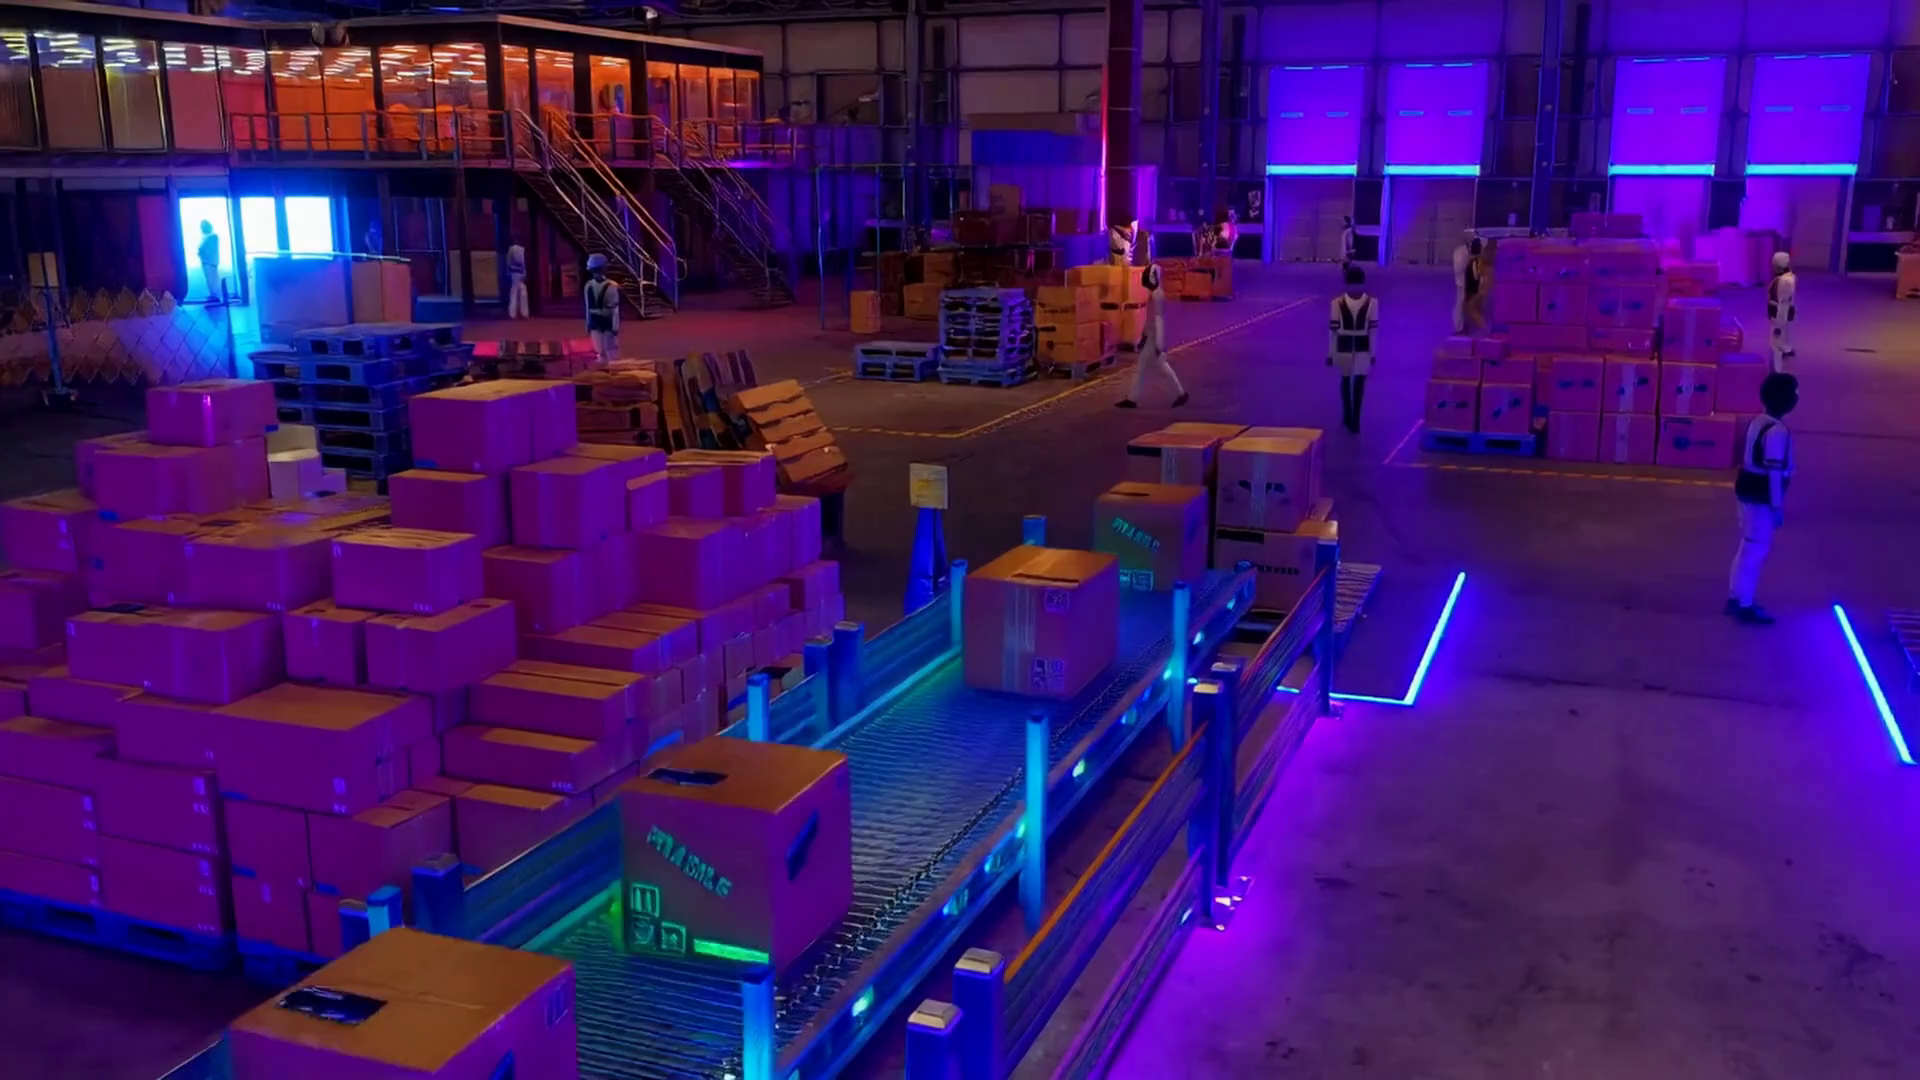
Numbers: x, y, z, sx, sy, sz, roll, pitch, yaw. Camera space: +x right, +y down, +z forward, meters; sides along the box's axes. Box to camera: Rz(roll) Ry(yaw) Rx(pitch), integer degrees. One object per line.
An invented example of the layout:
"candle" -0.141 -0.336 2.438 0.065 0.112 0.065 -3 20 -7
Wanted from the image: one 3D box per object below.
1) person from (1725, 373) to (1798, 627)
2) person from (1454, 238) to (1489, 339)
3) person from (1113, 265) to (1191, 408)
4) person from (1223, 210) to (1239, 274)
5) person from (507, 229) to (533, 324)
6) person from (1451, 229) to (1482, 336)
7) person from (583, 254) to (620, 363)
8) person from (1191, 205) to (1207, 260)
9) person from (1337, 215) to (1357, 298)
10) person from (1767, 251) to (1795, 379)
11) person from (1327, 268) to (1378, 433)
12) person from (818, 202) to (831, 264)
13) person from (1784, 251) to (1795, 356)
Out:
"person" 5.359 -0.273 11.110 0.320 1.692 0.537 3 13 12
"person" 9.121 -4.416 29.397 0.672 1.826 0.510 0 13 -1
"person" 2.491 -2.562 21.102 0.987 1.832 0.511 3 13 12
"person" 7.883 -8.661 48.388 0.429 1.844 0.627 -1 13 -4
"person" -8.754 -5.229 32.983 0.702 1.847 0.684 -6 14 -26
"person" 9.256 -4.693 30.368 0.635 1.937 0.354 -7 14 -29
"person" -4.722 -2.795 21.893 0.539 1.930 0.391 5 13 21
"person" 7.338 -9.276 50.972 0.405 1.918 0.590 -11 17 -40
"person" 9.196 -6.723 39.449 0.388 1.947 0.615 7 14 29
"person" 11.245 -3.000 22.876 0.405 1.910 0.614 4 13 16
"person" 4.570 -2.219 19.400 0.565 1.882 1.015 3 13 13
"person" -4.249 -9.894 53.644 0.796 1.966 0.643 0 13 1
"person" 13.388 -3.833 27.028 0.466 1.702 0.502 5 14 22
